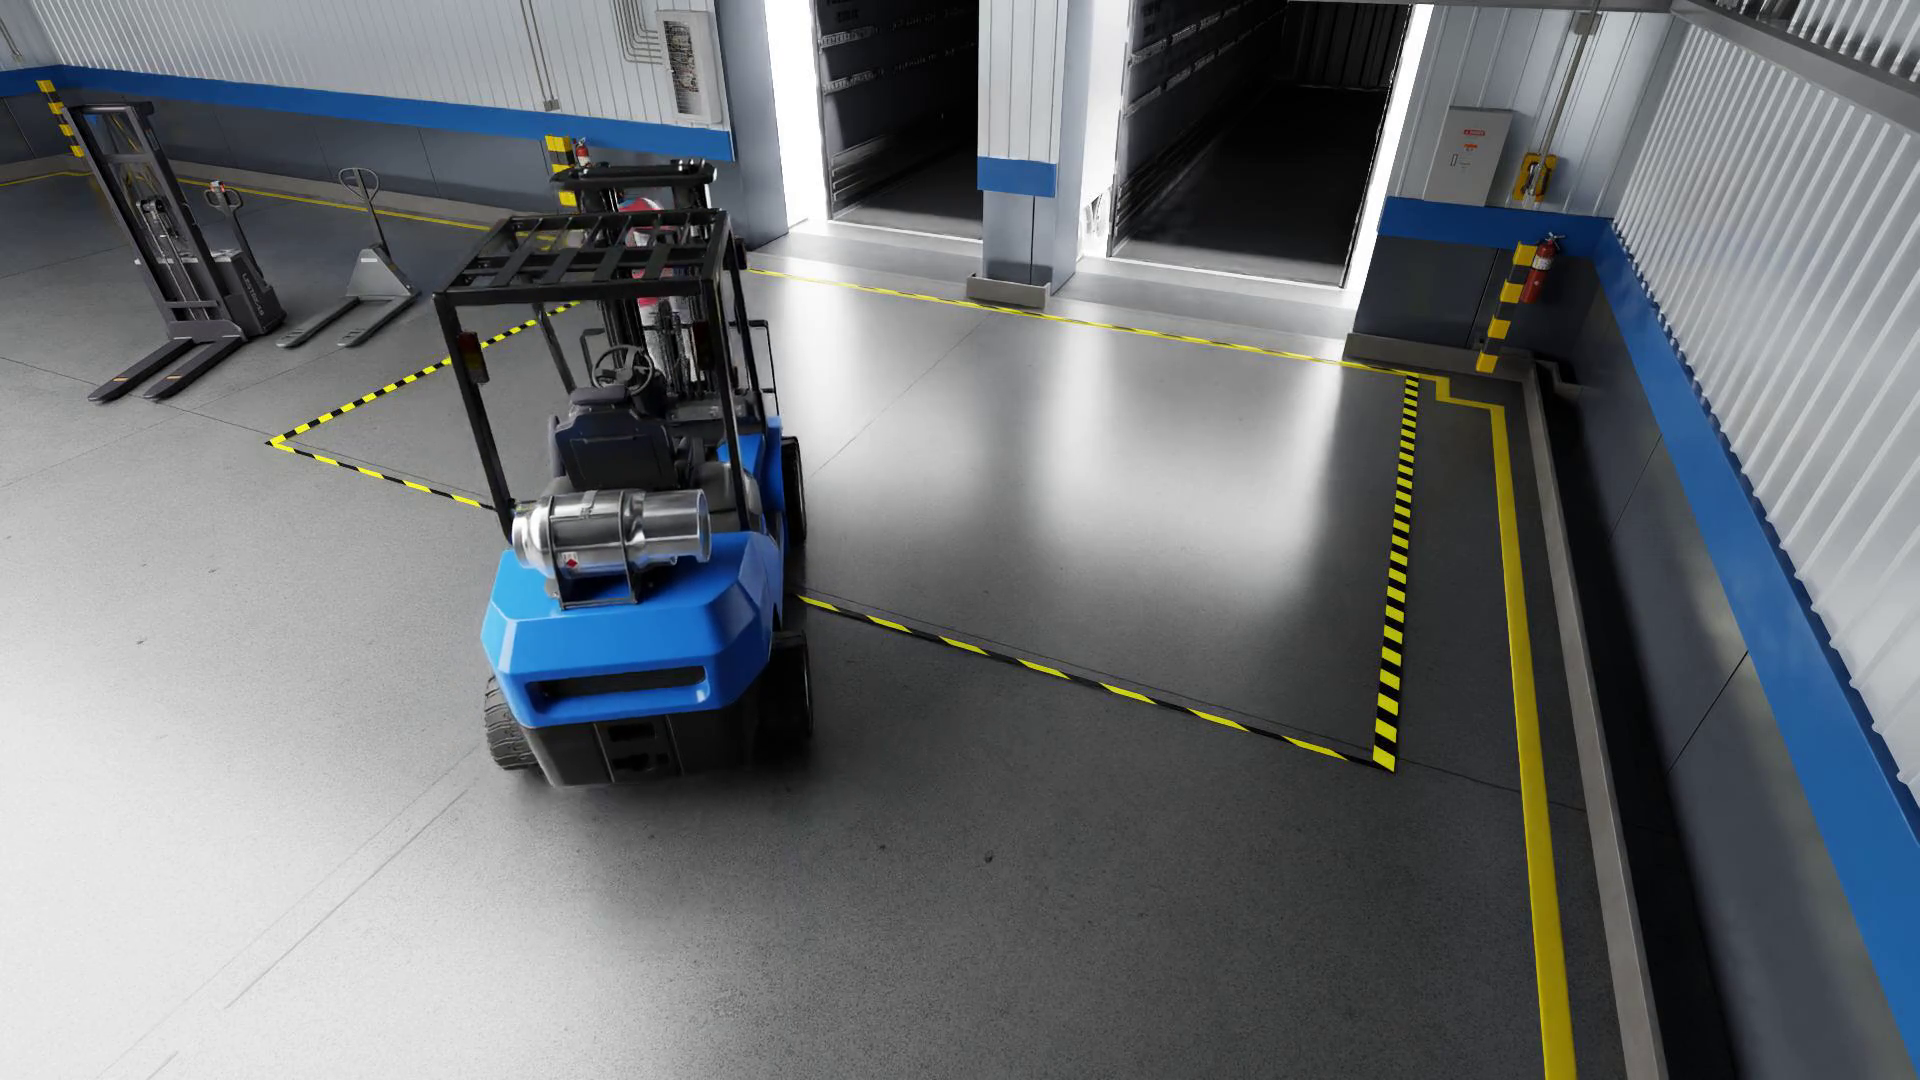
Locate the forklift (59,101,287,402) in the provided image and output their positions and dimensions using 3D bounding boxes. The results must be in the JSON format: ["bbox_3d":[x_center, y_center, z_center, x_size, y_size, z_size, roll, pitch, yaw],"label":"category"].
[{"bbox_3d":[-6.686,-2.387,7.434,0.823,1.965,1.885,-3,35,-5],"label":"forklift"}]

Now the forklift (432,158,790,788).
[{"bbox_3d":[-1.508,-0.492,4.413,1.157,2.036,2.680,-5,35,-7],"label":"forklift"}]

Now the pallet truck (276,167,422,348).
[{"bbox_3d":[-5.732,-2.611,8.414,0.680,1.201,1.601,-1,35,-1],"label":"pallet truck"}]

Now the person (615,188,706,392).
[{"bbox_3d":[-2.305,-1.828,6.811,0.434,1.810,0.775,20,40,26],"label":"person"}]
